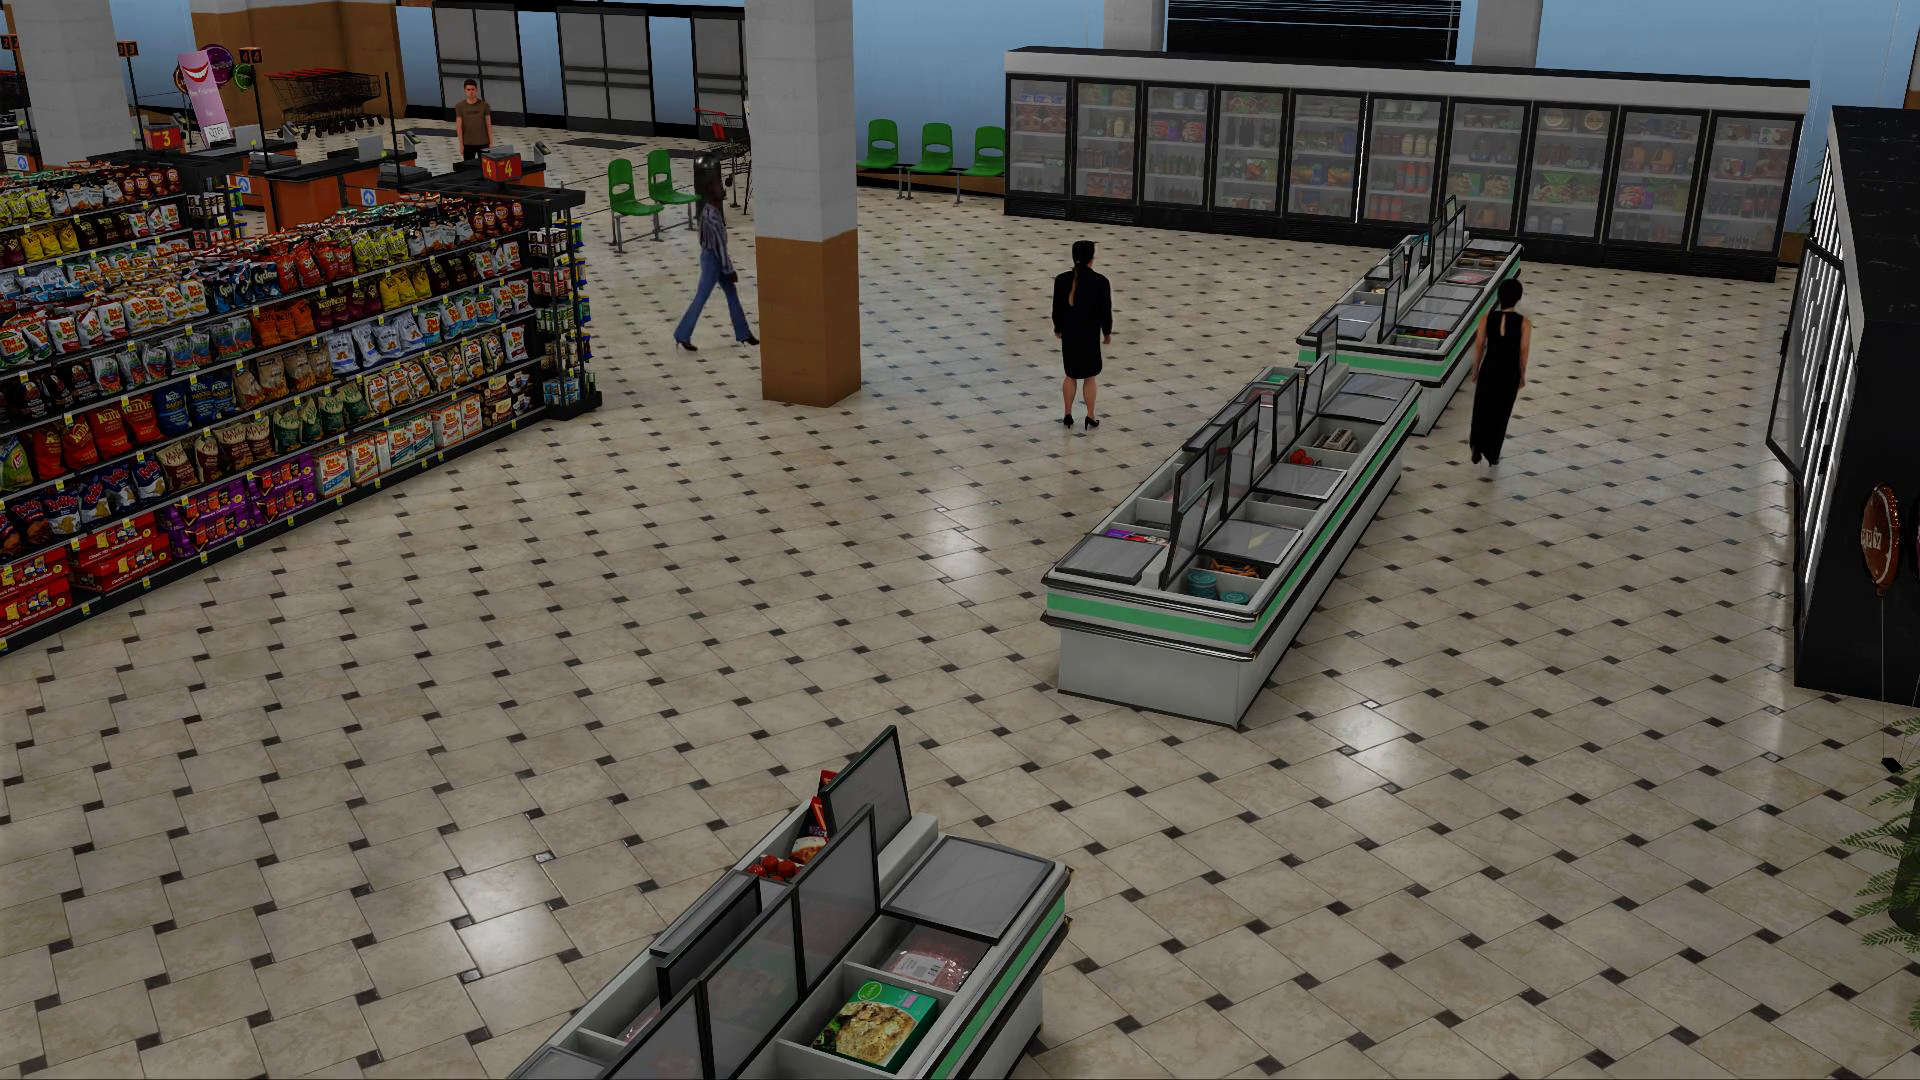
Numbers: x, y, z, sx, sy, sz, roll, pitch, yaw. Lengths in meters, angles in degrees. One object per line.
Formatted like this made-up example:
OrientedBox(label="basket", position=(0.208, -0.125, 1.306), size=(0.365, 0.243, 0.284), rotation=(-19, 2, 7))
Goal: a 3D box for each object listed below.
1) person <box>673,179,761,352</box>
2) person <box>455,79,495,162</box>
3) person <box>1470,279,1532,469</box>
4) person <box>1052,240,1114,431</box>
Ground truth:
OrientedBox(label="person", position=(-2.593, -2.728, 16.876), size=(1.081, 1.743, 1.170), rotation=(-3, 22, -7))
OrientedBox(label="person", position=(-7.110, -5.819, 24.425), size=(0.738, 1.851, 0.804), rotation=(-8, 23, -20))
OrientedBox(label="person", position=(4.383, -1.314, 13.560), size=(0.569, 1.592, 0.713), rotation=(10, 24, 23))
OrientedBox(label="person", position=(1.067, -1.796, 14.653), size=(0.711, 1.671, 0.643), rotation=(8, 23, 18))
